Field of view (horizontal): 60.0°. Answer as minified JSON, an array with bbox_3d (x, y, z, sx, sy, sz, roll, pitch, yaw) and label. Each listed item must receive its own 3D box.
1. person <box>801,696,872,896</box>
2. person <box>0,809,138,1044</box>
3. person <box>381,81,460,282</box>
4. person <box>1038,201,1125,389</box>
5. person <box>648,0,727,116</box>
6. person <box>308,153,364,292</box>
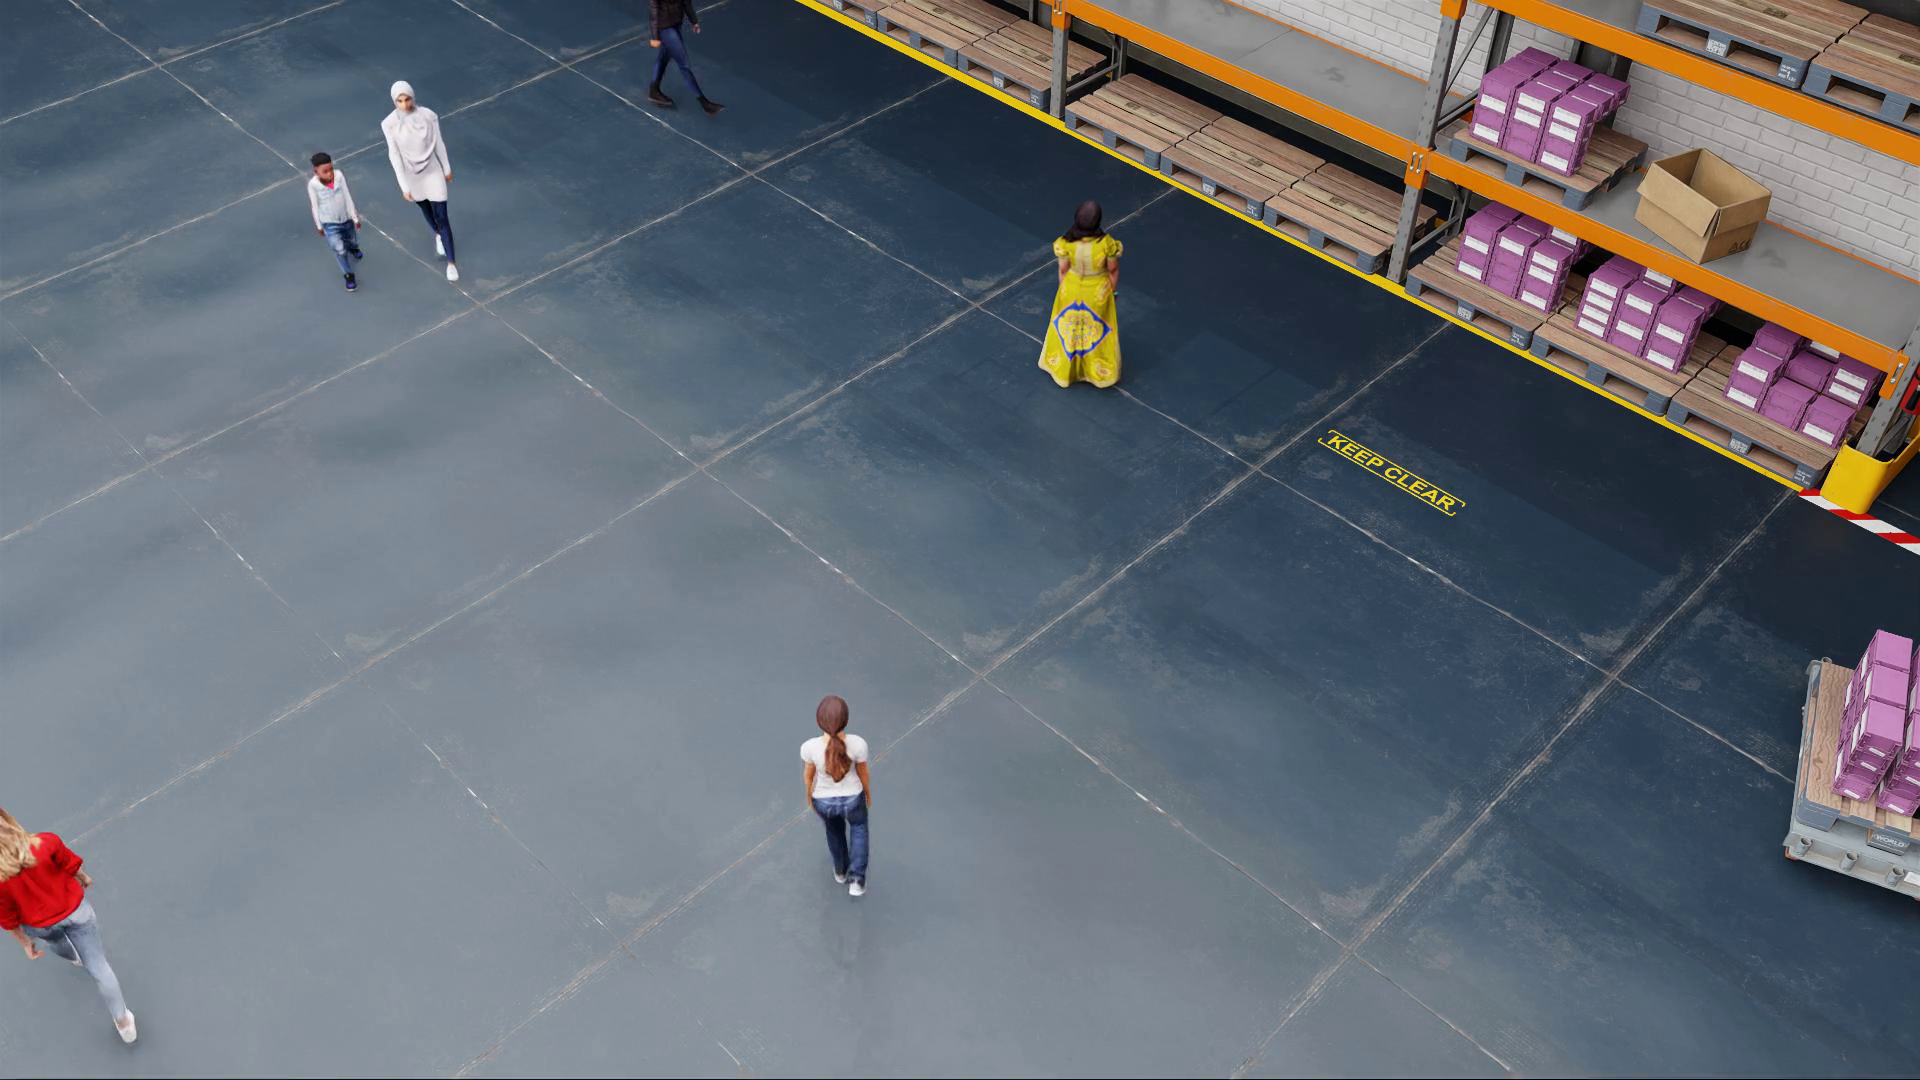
[{"bbox_3d":[-0.690,1.499,9.417,0.753,1.554,0.828,-3,44,-3],"label":"person"},{"bbox_3d":[-4.727,2.042,8.775,0.733,1.654,1.166,-28,50,-26],"label":"person"},{"bbox_3d":[-4.580,-3.120,14.137,0.973,1.732,1.173,-10,45,-11],"label":"person"},{"bbox_3d":[0.980,-1.900,12.908,0.968,1.660,1.062,6,44,6],"label":"person"},{"bbox_3d":[-2.880,-4.932,16.060,1.239,1.703,0.938,16,46,16],"label":"person"},{"bbox_3d":[-5.295,-2.762,14.116,0.611,1.241,0.832,-25,49,-24],"label":"person"}]
